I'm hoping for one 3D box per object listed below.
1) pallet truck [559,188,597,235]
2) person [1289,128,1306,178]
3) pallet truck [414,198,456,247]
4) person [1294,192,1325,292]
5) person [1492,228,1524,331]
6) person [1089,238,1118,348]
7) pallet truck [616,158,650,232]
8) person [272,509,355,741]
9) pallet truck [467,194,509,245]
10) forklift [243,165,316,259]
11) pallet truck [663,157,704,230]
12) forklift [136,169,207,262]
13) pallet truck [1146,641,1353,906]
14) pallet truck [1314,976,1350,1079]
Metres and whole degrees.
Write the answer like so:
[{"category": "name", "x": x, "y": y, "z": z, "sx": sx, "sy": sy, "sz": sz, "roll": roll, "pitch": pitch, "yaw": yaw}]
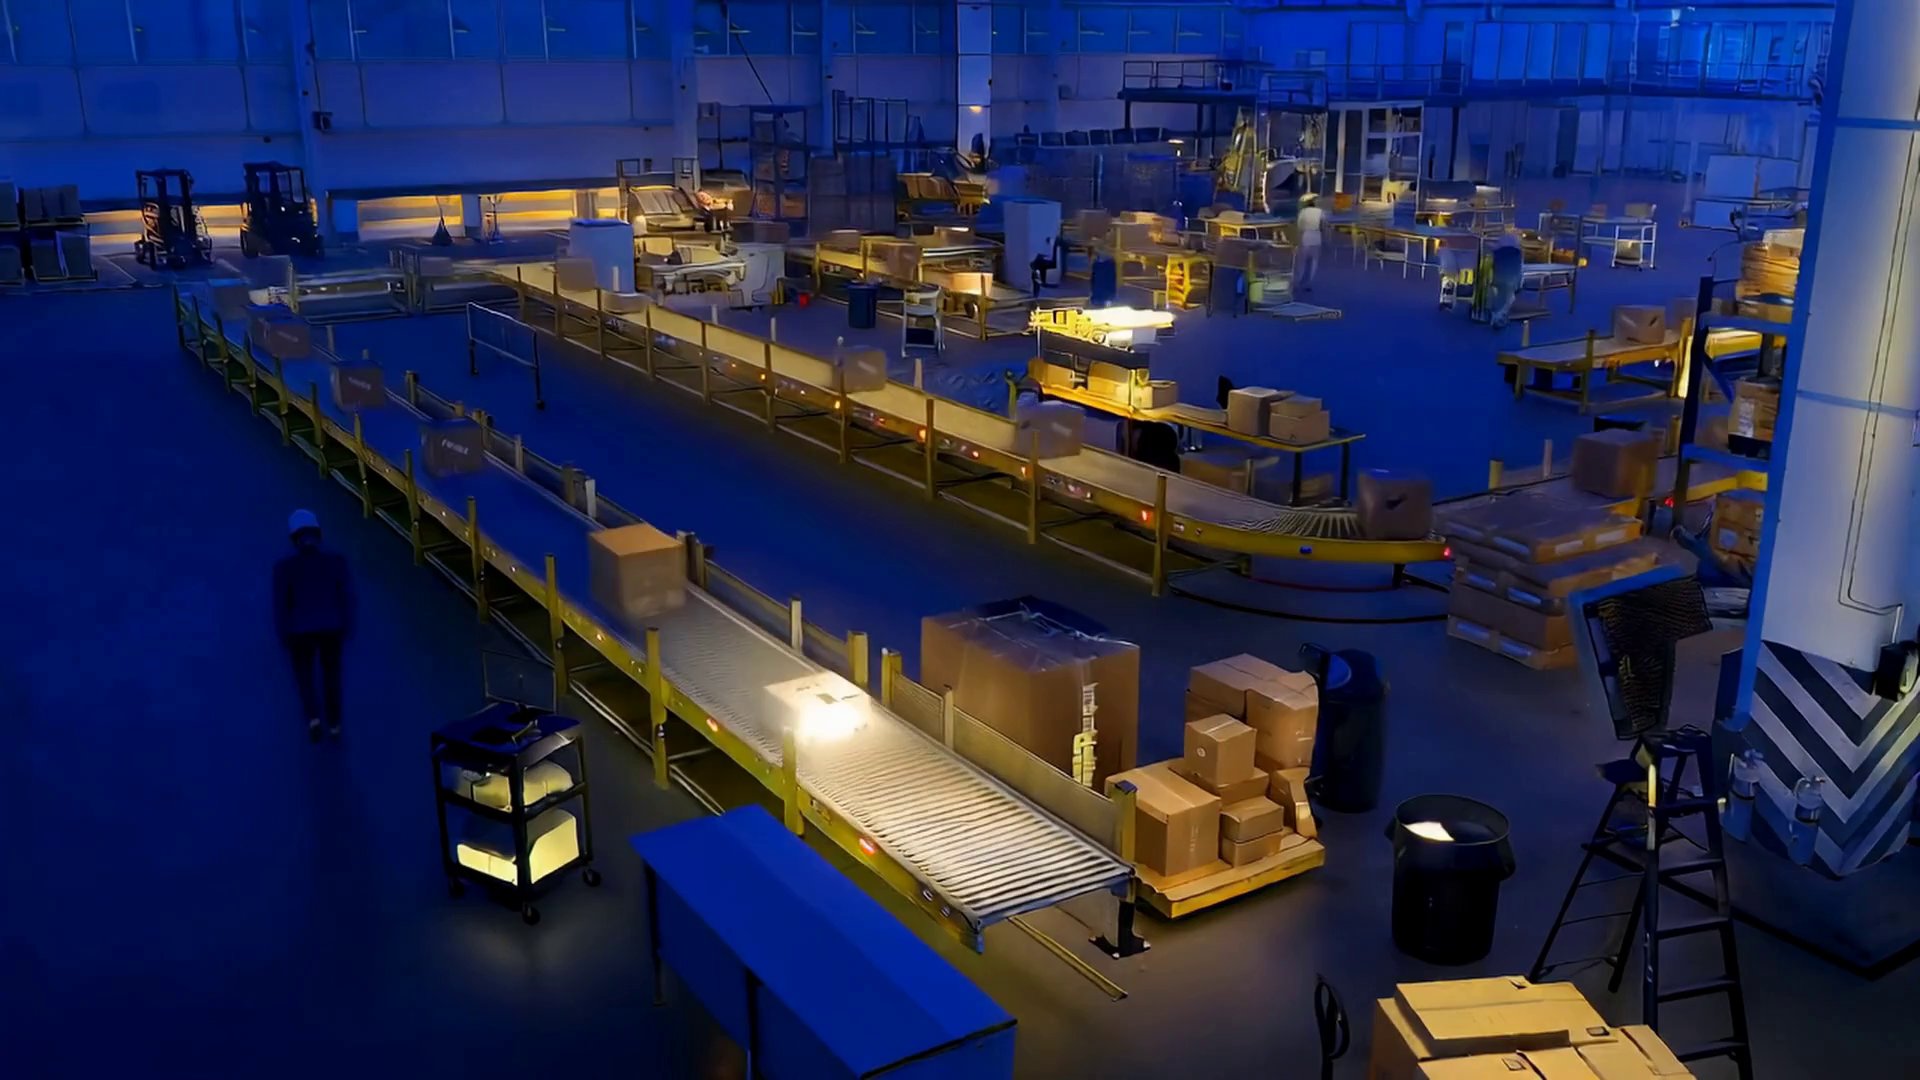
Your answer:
[{"category": "pallet truck", "x": -10.010, "y": -8.652, "z": 43.699, "sx": 0.653, "sy": 1.274, "sz": 1.630, "roll": -10, "pitch": 20, "yaw": -31}, {"category": "person", "x": 12.639, "y": -14.483, "z": 62.224, "sx": 0.513, "sy": 1.822, "sz": 0.771, "roll": -12, "pitch": 20, "yaw": -34}, {"category": "pallet truck", "x": -13.250, "y": -8.060, "z": 41.856, "sx": 0.680, "sy": 1.201, "sz": 1.601, "roll": -10, "pitch": 20, "yaw": -31}, {"category": "person", "x": 7.124, "y": -6.101, "z": 34.020, "sx": 0.660, "sy": 1.986, "sz": 0.916, "roll": -3, "pitch": 17, "yaw": -9}, {"category": "person", "x": 9.554, "y": -4.533, "z": 29.106, "sx": 0.601, "sy": 1.814, "sz": 0.593, "roll": -11, "pitch": 20, "yaw": -33}, {"category": "person", "x": 2.285, "y": -3.987, "z": 27.169, "sx": 0.433, "sy": 1.888, "sz": 0.665, "roll": -6, "pitch": 18, "yaw": -21}, {"category": "pallet truck", "x": -8.918, "y": -9.176, "z": 44.255, "sx": 0.823, "sy": 1.965, "sz": 1.885, "roll": -9, "pitch": 19, "yaw": -27}, {"category": "person", "x": -4.645, "y": 0.642, "z": 12.003, "sx": 0.546, "sy": 1.751, "sz": 0.457, "roll": -8, "pitch": 18, "yaw": -24}, {"category": "pallet truck", "x": -11.983, "y": -8.177, "z": 42.137, "sx": 0.704, "sy": 1.261, "sz": 1.522, "roll": -11, "pitch": 20, "yaw": -33}, {"category": "forklift", "x": -15.898, "y": -7.669, "z": 38.708, "sx": 1.157, "sy": 1.987, "sz": 2.680, "roll": -11, "pitch": 20, "yaw": -33}, {"category": "pallet truck", "x": -7.586, "y": -9.308, "z": 44.692, "sx": 0.823, "sy": 1.965, "sz": 1.885, "roll": -11, "pitch": 20, "yaw": -33}, {"category": "forklift", "x": -17.842, "y": -7.318, "z": 37.559, "sx": 1.157, "sy": 1.987, "sz": 2.680, "roll": -10, "pitch": 20, "yaw": -31}, {"category": "pallet truck", "x": 1.664, "y": 1.407, "z": 10.232, "sx": 1.630, "sy": 1.274, "sz": 0.653, "roll": -10, "pitch": 20, "yaw": -31}, {"category": "pallet truck", "x": 2.299, "y": 2.390, "z": 7.086, "sx": 1.601, "sy": 1.201, "sz": 0.680, "roll": -2, "pitch": 17, "yaw": -7}]
